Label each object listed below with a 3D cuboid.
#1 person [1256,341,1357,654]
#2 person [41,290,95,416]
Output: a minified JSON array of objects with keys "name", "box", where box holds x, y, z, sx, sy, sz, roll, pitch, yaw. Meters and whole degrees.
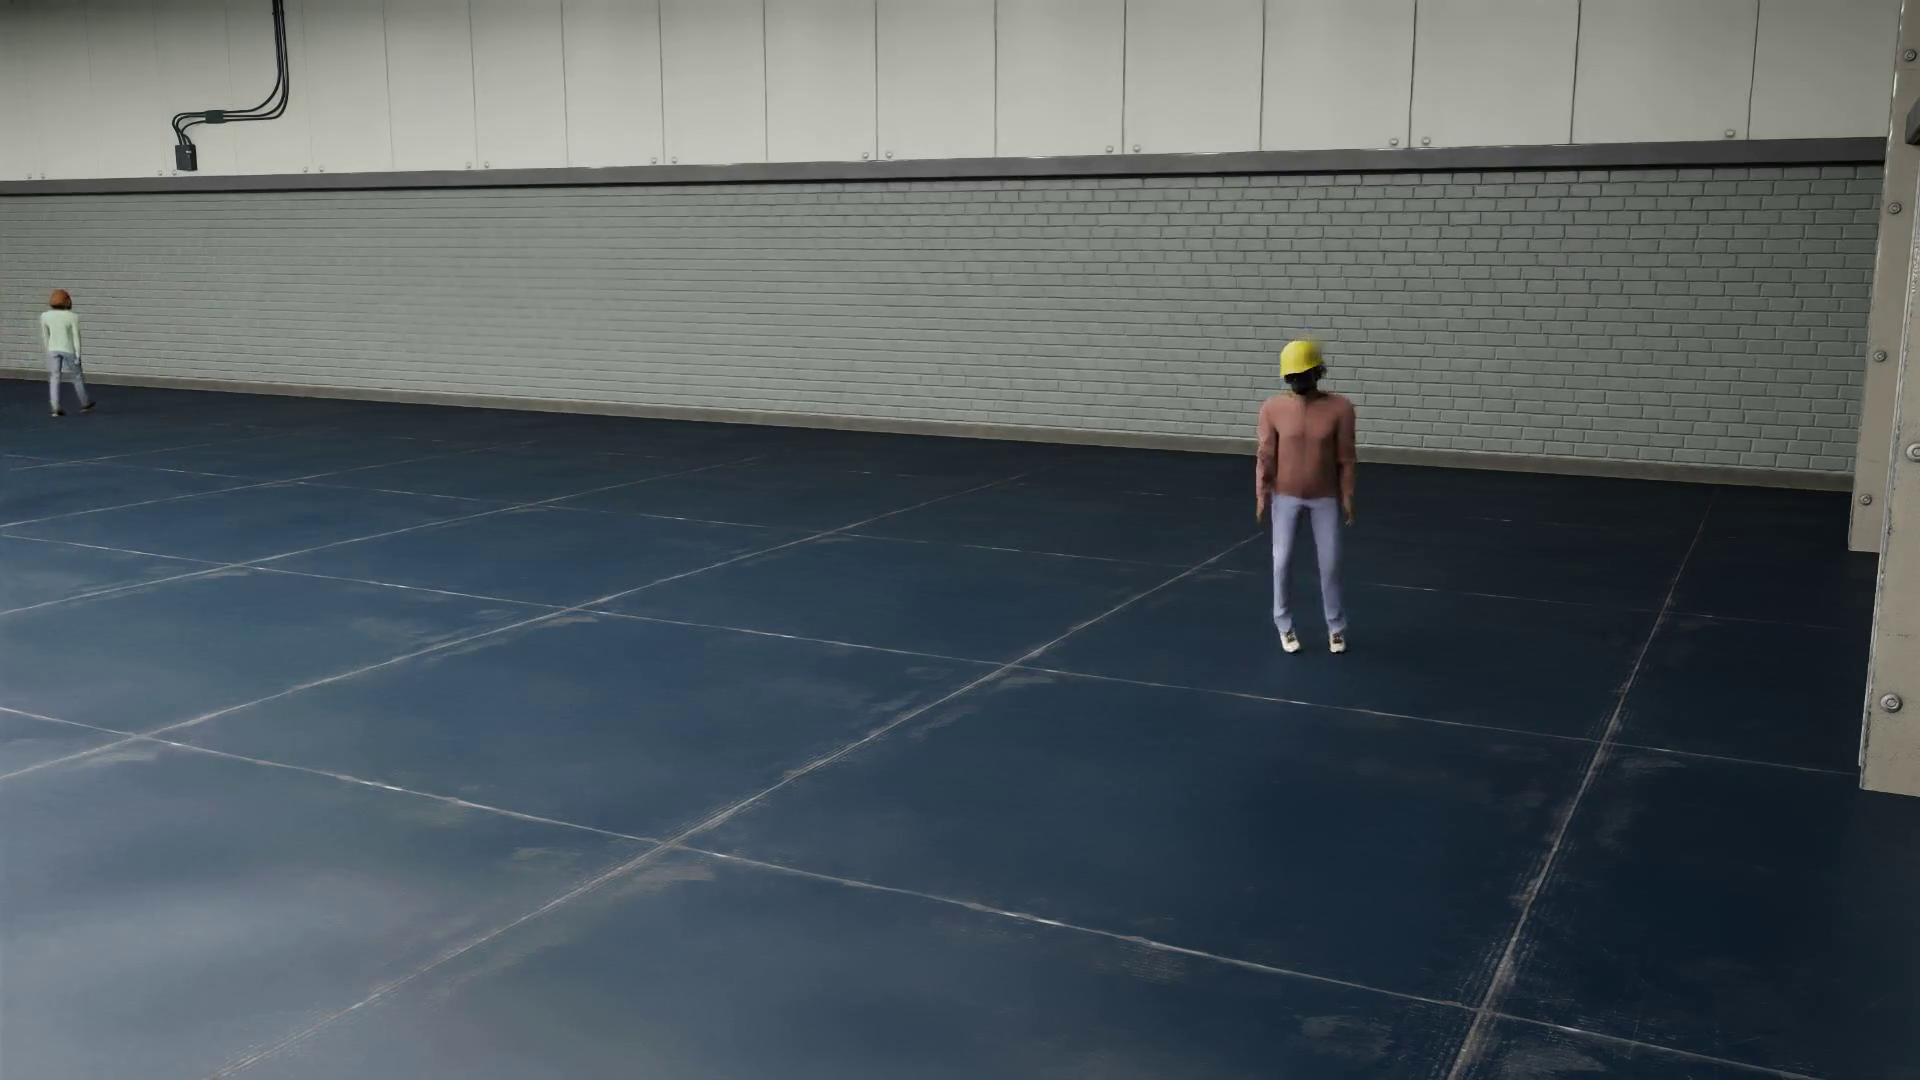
[{"name":"person","box":[1.893,-0.227,9.111,0.533,1.726,0.405,2,11,13]},{"name":"person","box":[-11.499,-2.404,21.387,0.503,1.588,0.849,-1,10,-6]}]
